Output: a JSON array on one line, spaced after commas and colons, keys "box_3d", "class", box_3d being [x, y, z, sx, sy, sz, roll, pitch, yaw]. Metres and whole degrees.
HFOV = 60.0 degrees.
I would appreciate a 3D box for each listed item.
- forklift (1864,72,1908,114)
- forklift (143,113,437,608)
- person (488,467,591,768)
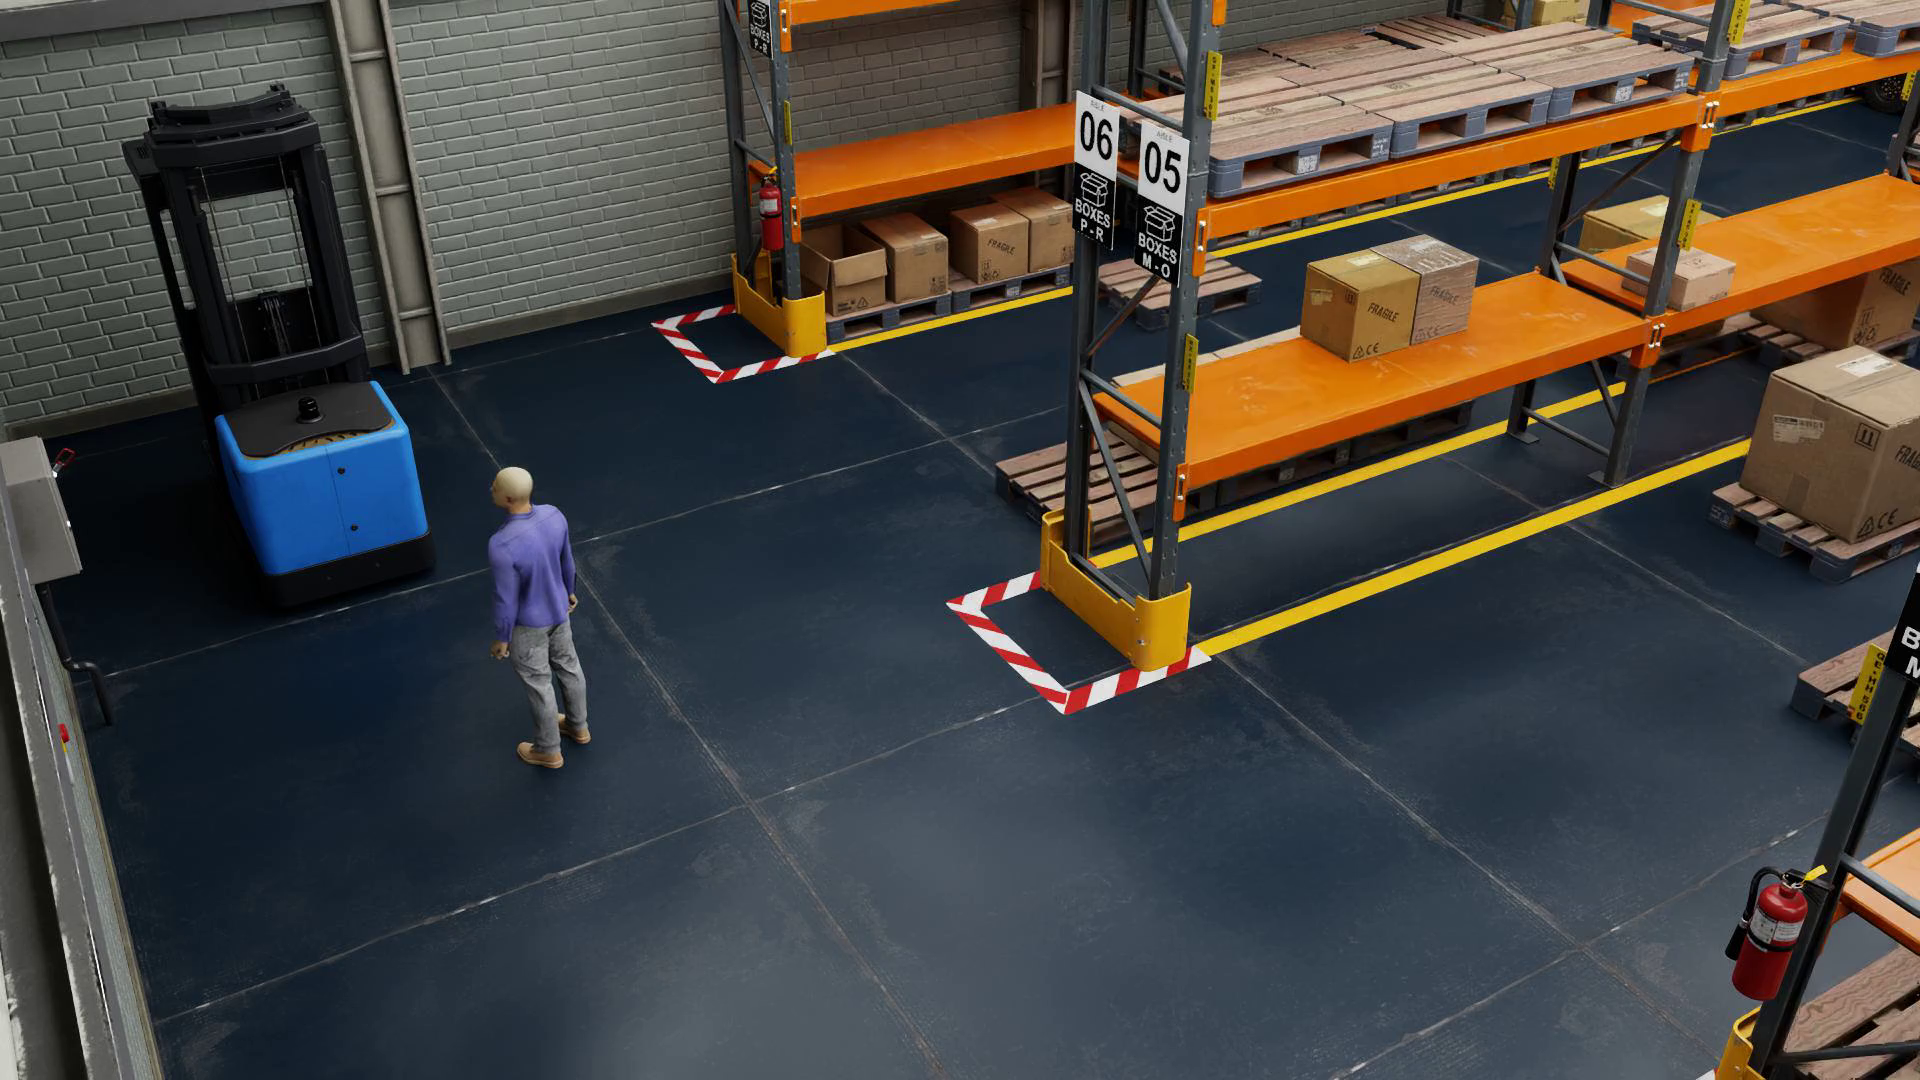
[{"box_3d": [11.468, -5.645, 18.244, 1.214, 2.155, 2.313, -17, 36, -26], "class": "forklift"}, {"box_3d": [-4.289, -1.259, 10.509, 1.129, 2.768, 1.873, -17, 36, -26], "class": "forklift"}, {"box_3d": [-2.230, 0.412, 8.819, 0.383, 1.798, 0.604, 17, 35, 25], "class": "person"}]
